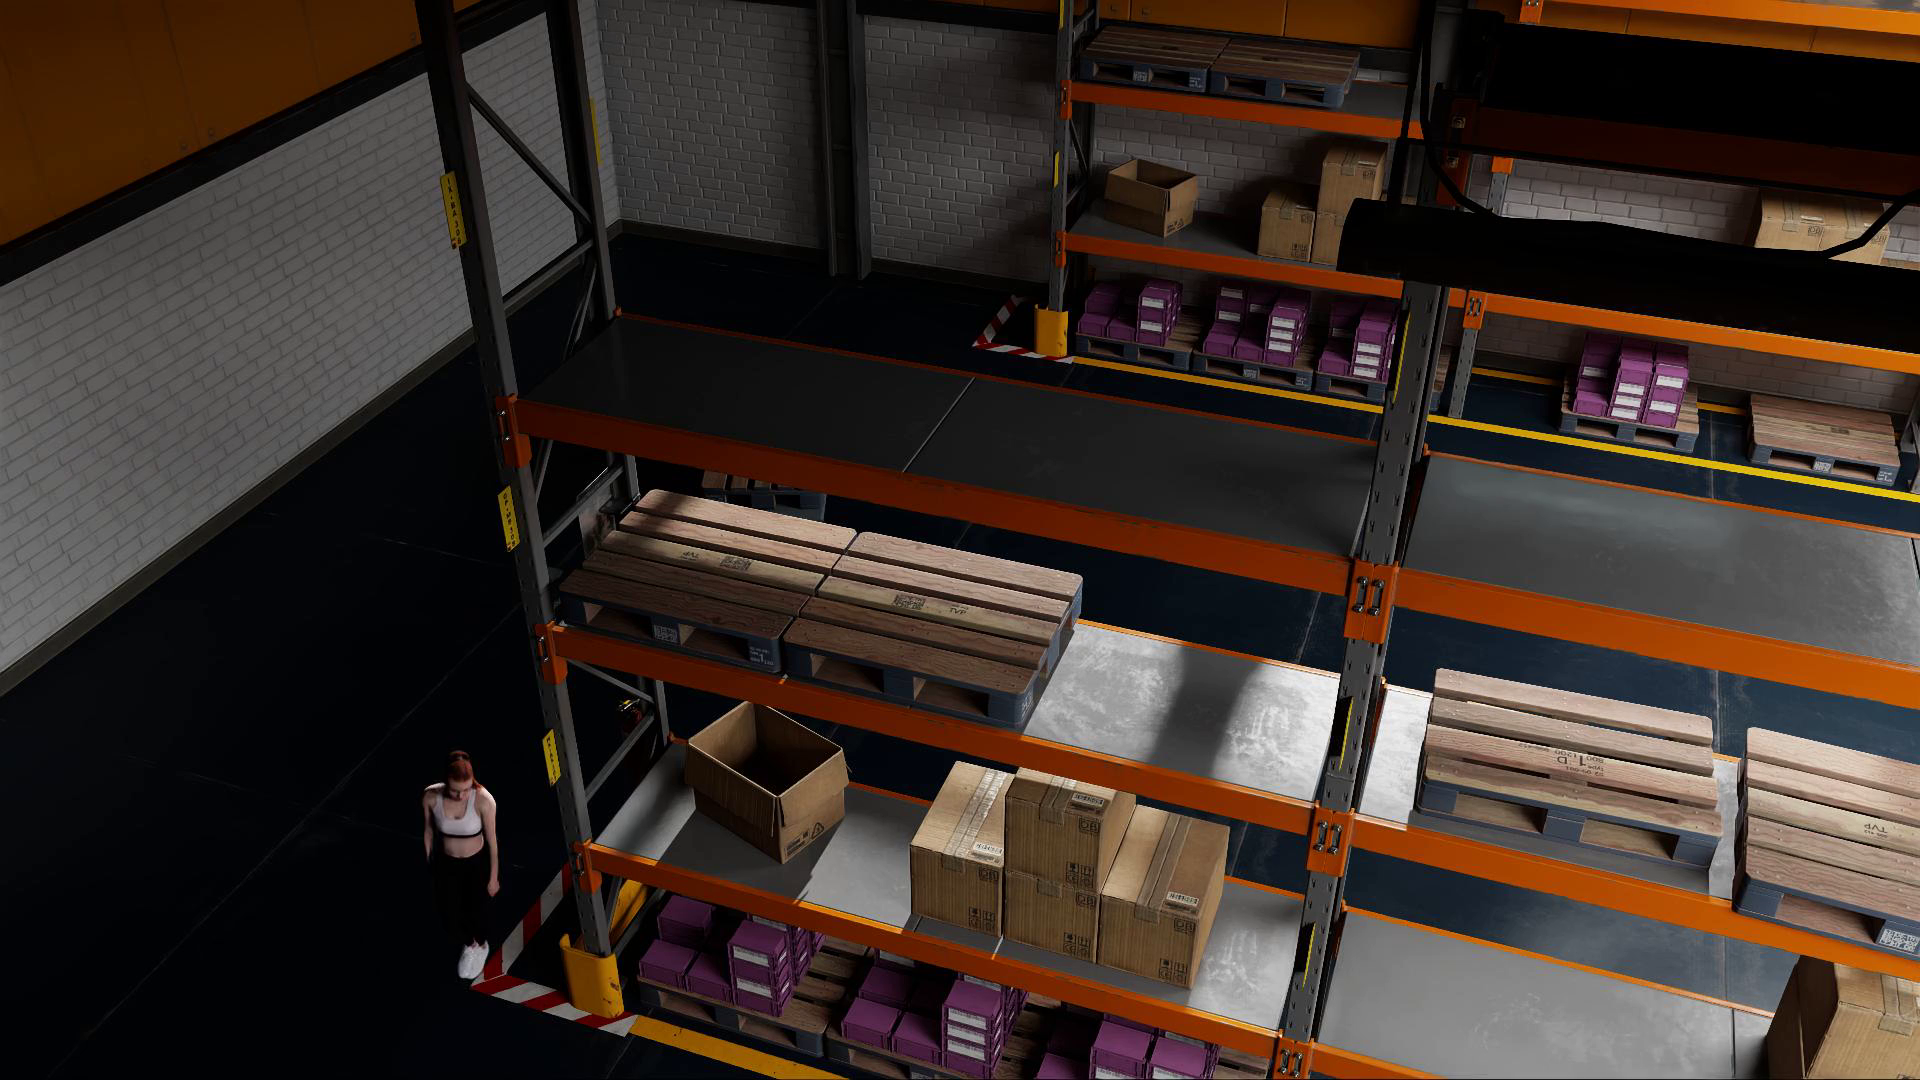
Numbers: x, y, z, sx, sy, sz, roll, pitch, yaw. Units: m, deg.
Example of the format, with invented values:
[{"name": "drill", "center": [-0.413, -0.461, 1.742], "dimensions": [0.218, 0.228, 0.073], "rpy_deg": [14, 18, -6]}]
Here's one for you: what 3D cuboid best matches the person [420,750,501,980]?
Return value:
[{"name": "person", "center": [-2.852, 1.851, 9.735], "dimensions": [0.643, 1.725, 0.790], "rpy_deg": [4, 34, 6]}]
